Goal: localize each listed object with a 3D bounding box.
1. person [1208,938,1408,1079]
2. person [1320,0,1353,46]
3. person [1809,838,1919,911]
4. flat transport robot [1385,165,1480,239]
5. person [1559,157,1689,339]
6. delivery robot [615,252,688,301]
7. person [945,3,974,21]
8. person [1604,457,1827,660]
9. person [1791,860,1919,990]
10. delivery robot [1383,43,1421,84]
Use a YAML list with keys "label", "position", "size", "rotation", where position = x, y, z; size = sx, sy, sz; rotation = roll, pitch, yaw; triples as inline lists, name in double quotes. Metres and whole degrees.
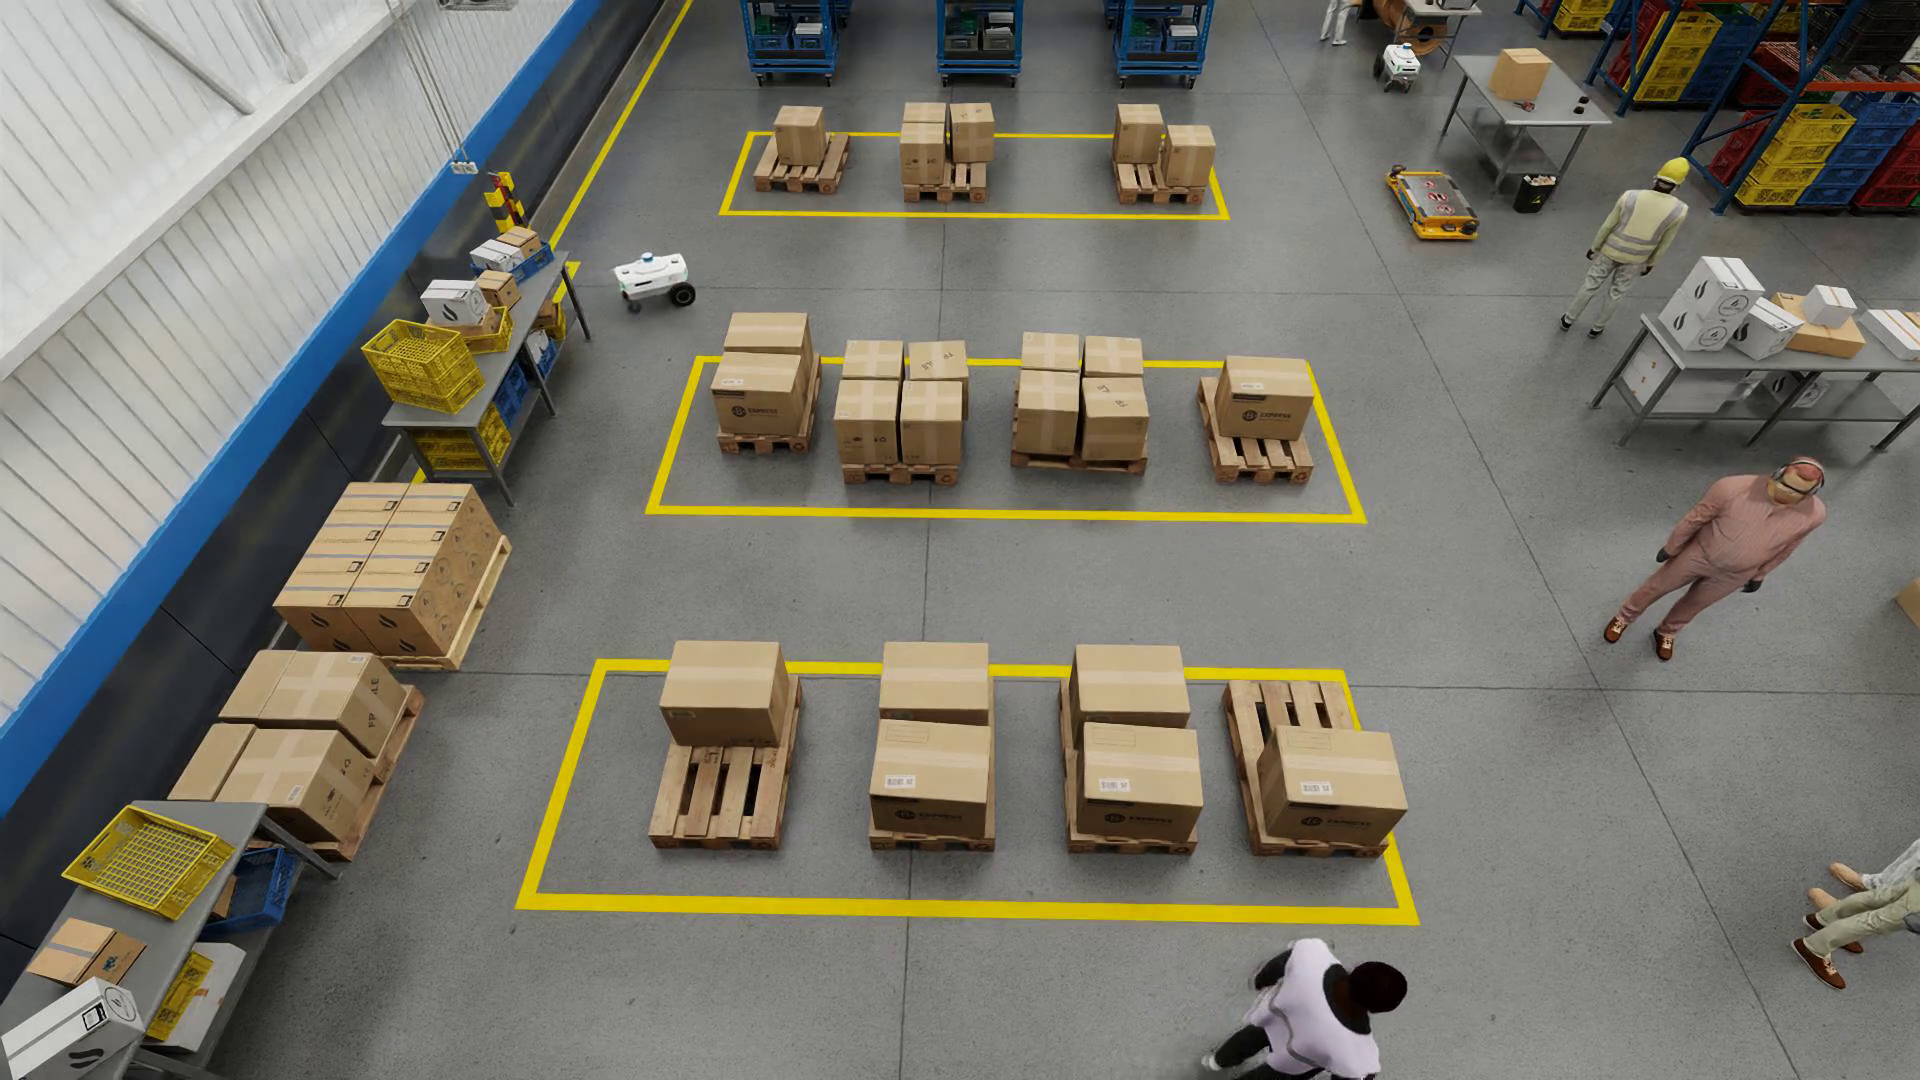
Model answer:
- label: "person"
  position: [1.616, 2.367, 4.388]
  size: [0.432, 1.908, 0.647]
  rotation: [-11, 50, -9]
- label: "person"
  position: [5.869, -8.437, 13.920]
  size: [0.315, 1.636, 0.514]
  rotation: [-28, 55, -22]
- label: "person"
  position: [5.541, 1.655, 5.060]
  size: [0.619, 1.836, 0.431]
  rotation: [-31, 56, -24]
- label: "flat transport robot"
  position: [5.692, -4.094, 11.059]
  size: [0.652, 0.197, 1.431]
  rotation: [1, 49, 1]
- label: "person"
  position: [6.483, -2.819, 8.929]
  size: [0.597, 1.831, 0.403]
  rotation: [27, 54, 21]
- label: "delivery robot"
  position: [-3.253, -2.801, 9.688]
  size: [0.707, 0.478, 0.477]
  rotation: [-20, 52, -15]
- label: "person"
  position: [-0.024, -8.066, 13.378]
  size: [0.623, 1.984, 0.425]
  rotation: [20, 52, 16]
- label: "person"
  position: [5.215, 0.148, 6.314]
  size: [0.652, 1.904, 0.403]
  rotation: [21, 52, 17]
- label: "person"
  position: [5.226, 1.861, 4.852]
  size: [0.513, 1.876, 0.328]
  rotation: [-32, 56, -24]
- label: "delivery robot"
  position: [6.387, -6.916, 13.255]
  size: [0.477, 0.478, 0.707]
  rotation: [2, 49, 1]
